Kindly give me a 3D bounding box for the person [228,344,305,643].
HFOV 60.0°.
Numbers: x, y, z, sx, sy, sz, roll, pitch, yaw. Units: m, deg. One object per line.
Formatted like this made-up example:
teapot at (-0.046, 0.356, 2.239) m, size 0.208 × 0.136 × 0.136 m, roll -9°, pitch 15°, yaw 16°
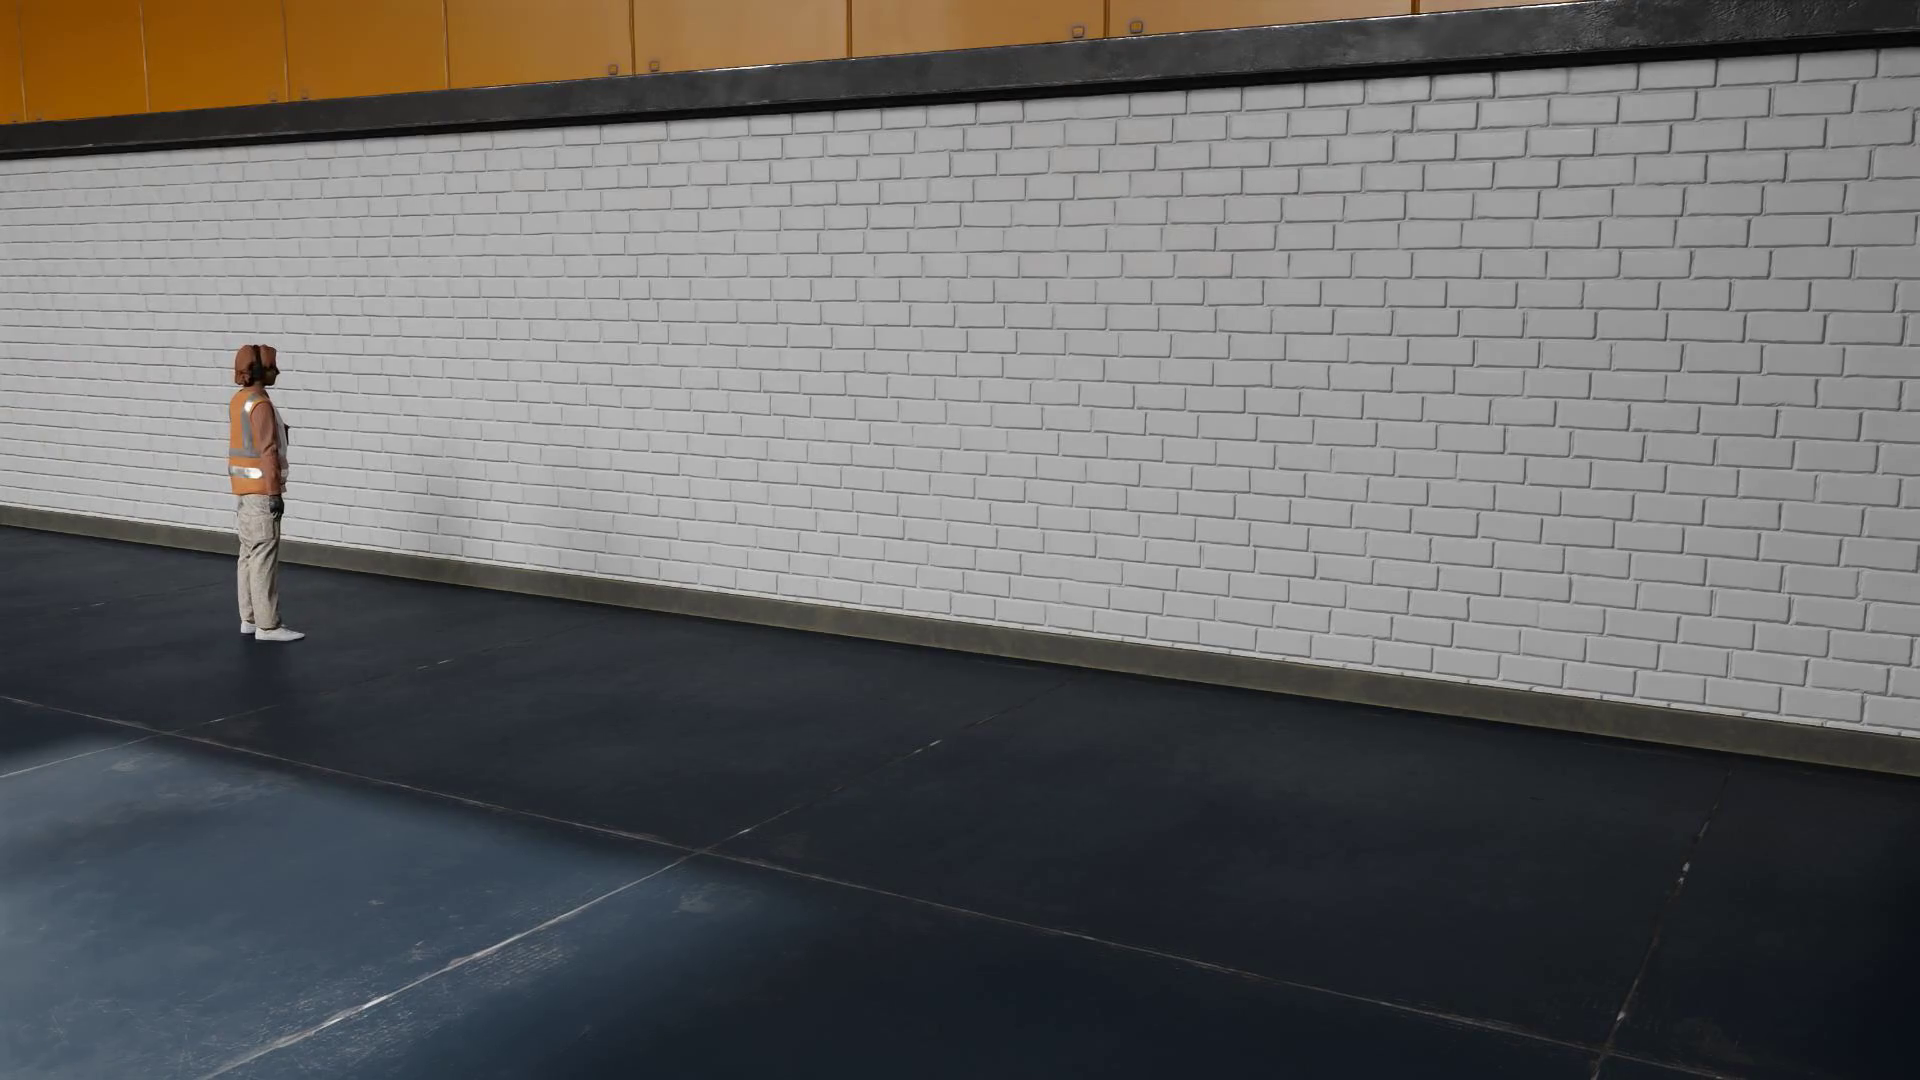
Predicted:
person at (-3.856, -0.257, 9.176) m, size 0.311 × 1.638 × 0.523 m, roll -7°, pitch 12°, yaw -38°
